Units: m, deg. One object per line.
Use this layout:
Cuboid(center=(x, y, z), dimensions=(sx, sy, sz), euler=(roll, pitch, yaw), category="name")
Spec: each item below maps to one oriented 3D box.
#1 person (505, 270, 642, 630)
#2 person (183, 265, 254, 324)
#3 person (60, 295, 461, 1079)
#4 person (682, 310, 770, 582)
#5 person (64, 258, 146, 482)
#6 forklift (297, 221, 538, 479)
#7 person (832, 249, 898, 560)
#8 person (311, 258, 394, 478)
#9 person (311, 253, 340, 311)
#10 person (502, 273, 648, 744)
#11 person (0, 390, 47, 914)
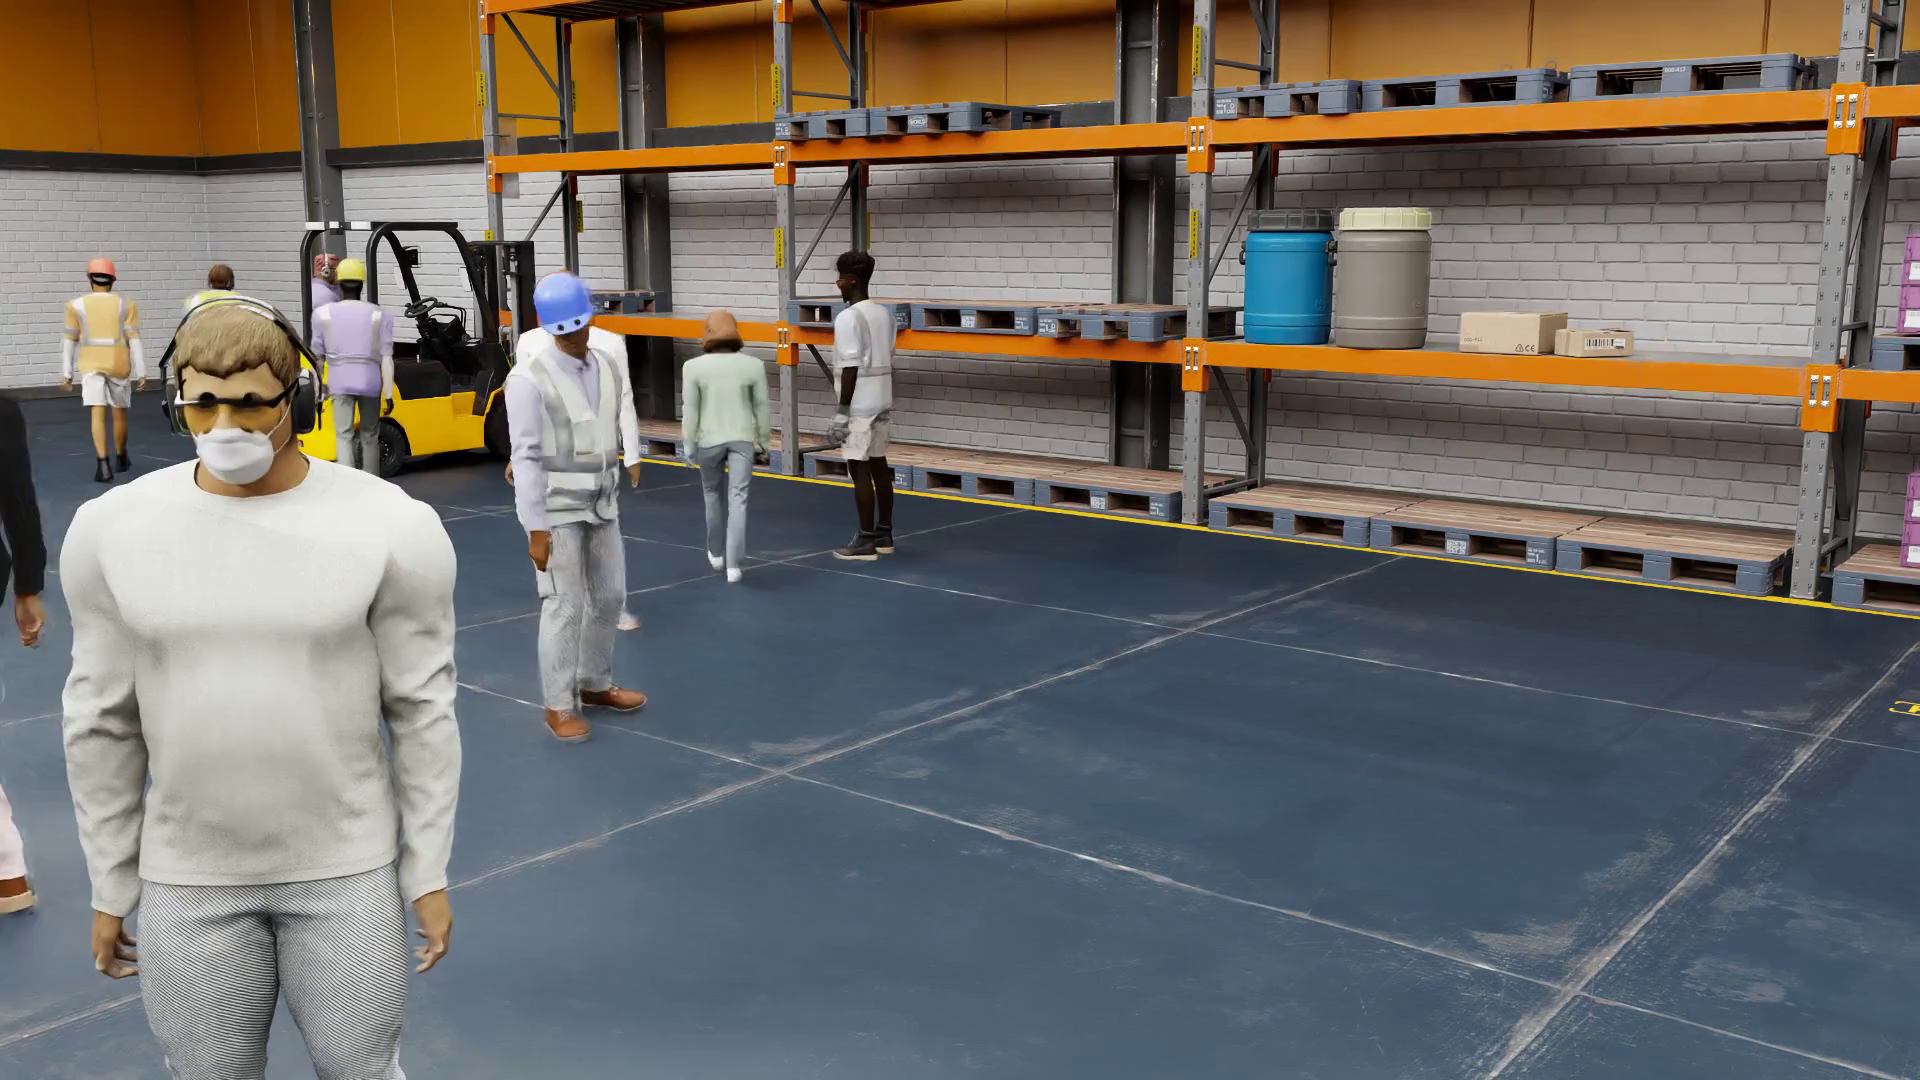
Cuboid(center=(-1.990, -0.438, 8.550), dimensions=(0.687, 1.861, 0.391), euler=(0, 10, 0), category="person")
Cuboid(center=(-6.652, -1.582, 15.084), dimensions=(0.652, 1.792, 0.939), euler=(-3, 11, -15), category="person")
Cuboid(center=(-1.151, 0.564, 2.802), dimensions=(0.629, 1.936, 0.373), euler=(-2, 10, -11), category="person")
Cuboid(center=(-1.411, -0.577, 10.036), dimensions=(0.523, 1.599, 0.727), euler=(-2, 10, -9), category="person")
Cuboid(center=(-7.300, -1.453, 14.179), dimensions=(0.610, 1.867, 1.031), euler=(-5, 11, -26), category="person")
Cuboid(center=(-4.922, -1.741, 14.854), dimensions=(1.214, 2.155, 2.313), euler=(8, 13, 38), category="forklift")
Cuboid(center=(-0.622, -0.853, 10.568), dimensions=(0.366, 1.962, 0.612), euler=(5, 11, 26), category="person")
Cuboid(center=(-4.541, -1.158, 12.467), dimensions=(0.597, 1.898, 0.871), euler=(-3, 11, -17), category="person")
Cuboid(center=(-5.908, -1.727, 15.603), dimensions=(0.404, 1.900, 0.645), euler=(-7, 12, -33), category="person")
Cuboid(center=(-1.545, -0.117, 6.675), dimensions=(0.500, 1.898, 0.675), euler=(6, 12, 30), category="person")
Cuboid(center=(-3.225, 0.139, 5.140), dimensions=(1.054, 1.932, 0.614), euler=(6, 12, 29), category="person")
